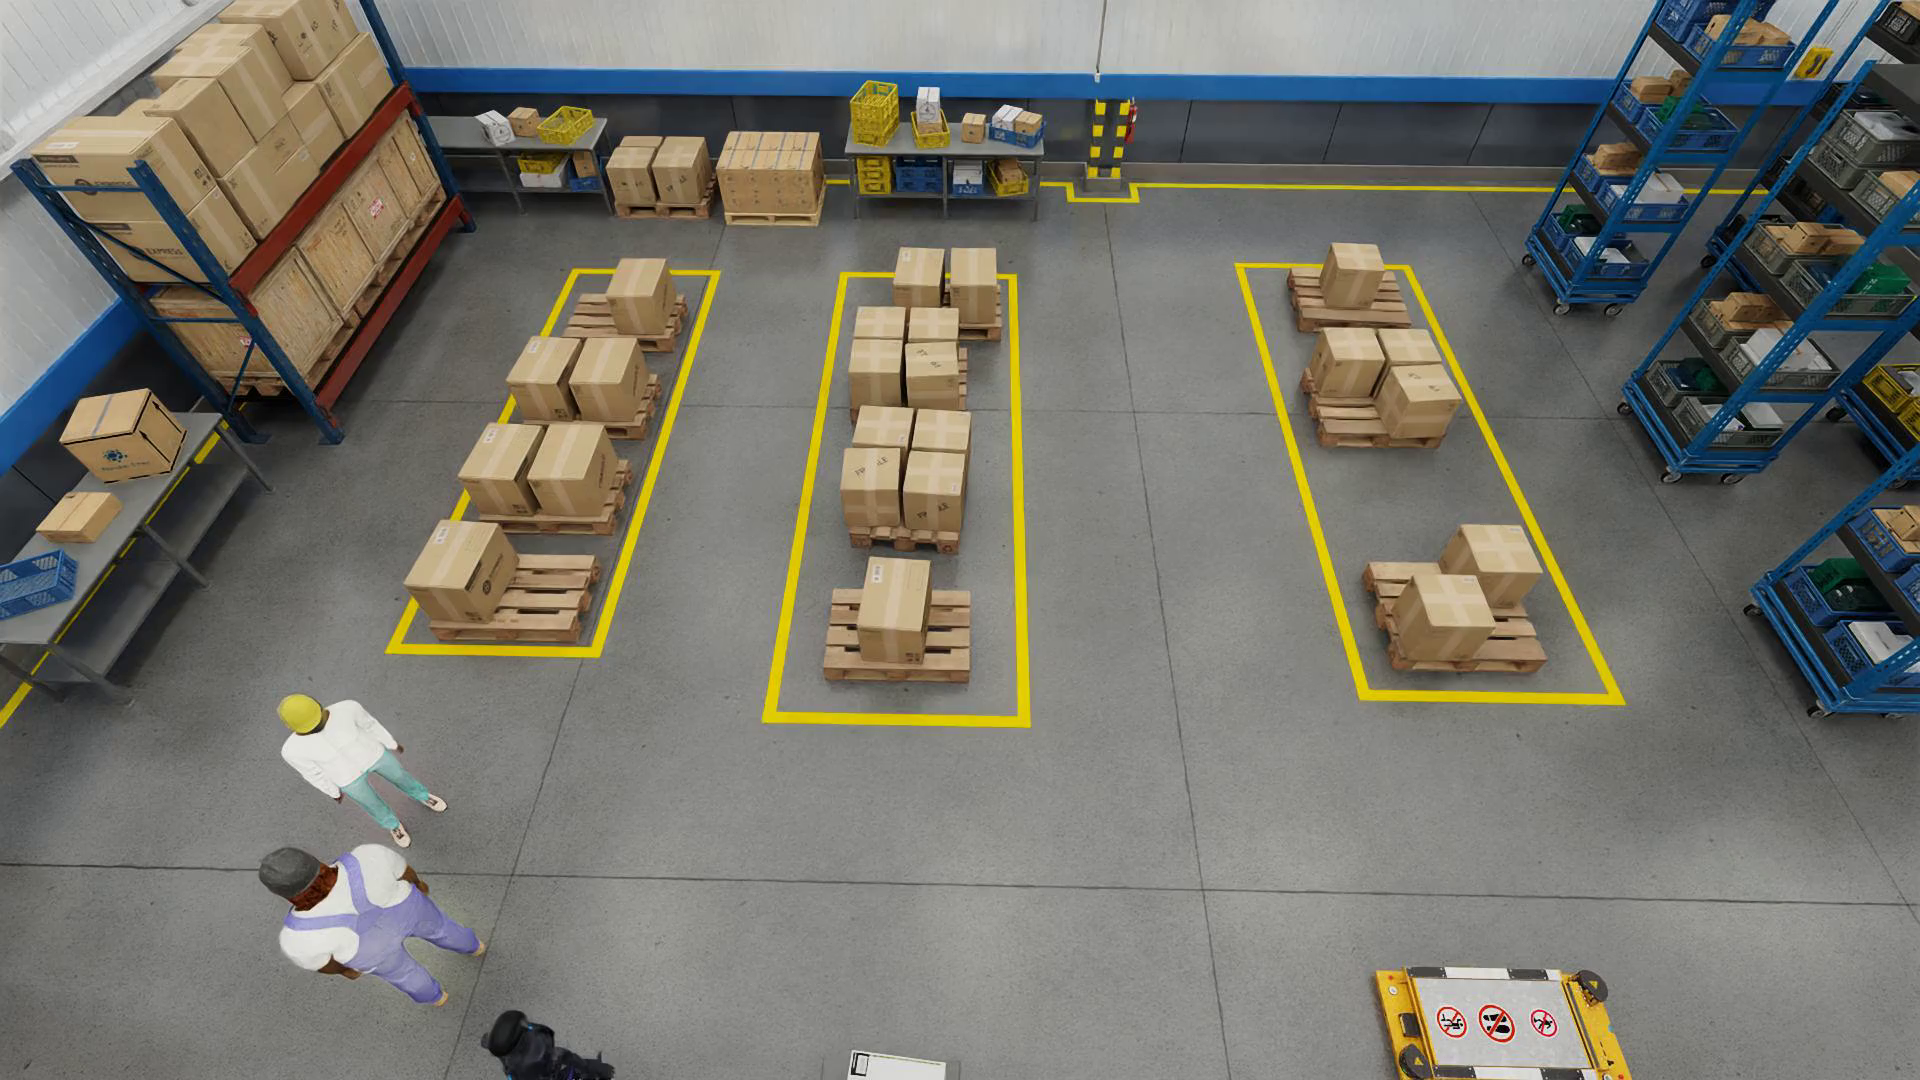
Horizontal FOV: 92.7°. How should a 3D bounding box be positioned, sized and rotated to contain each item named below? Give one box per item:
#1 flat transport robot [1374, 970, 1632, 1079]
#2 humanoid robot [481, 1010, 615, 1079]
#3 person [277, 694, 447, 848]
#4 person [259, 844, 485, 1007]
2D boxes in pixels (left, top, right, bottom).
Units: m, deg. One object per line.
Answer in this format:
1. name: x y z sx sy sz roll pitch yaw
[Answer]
1. flat transport robot: 3.501 3.133 5.914 1.431 0.197 0.652 1 51 1
2. humanoid robot: -2.280 2.982 5.145 0.576 1.646 0.358 7 51 5
3. person: -4.093 1.543 6.261 0.311 1.768 0.522 28 56 21
4. person: -3.526 2.275 5.489 0.536 2.000 0.682 23 55 18
